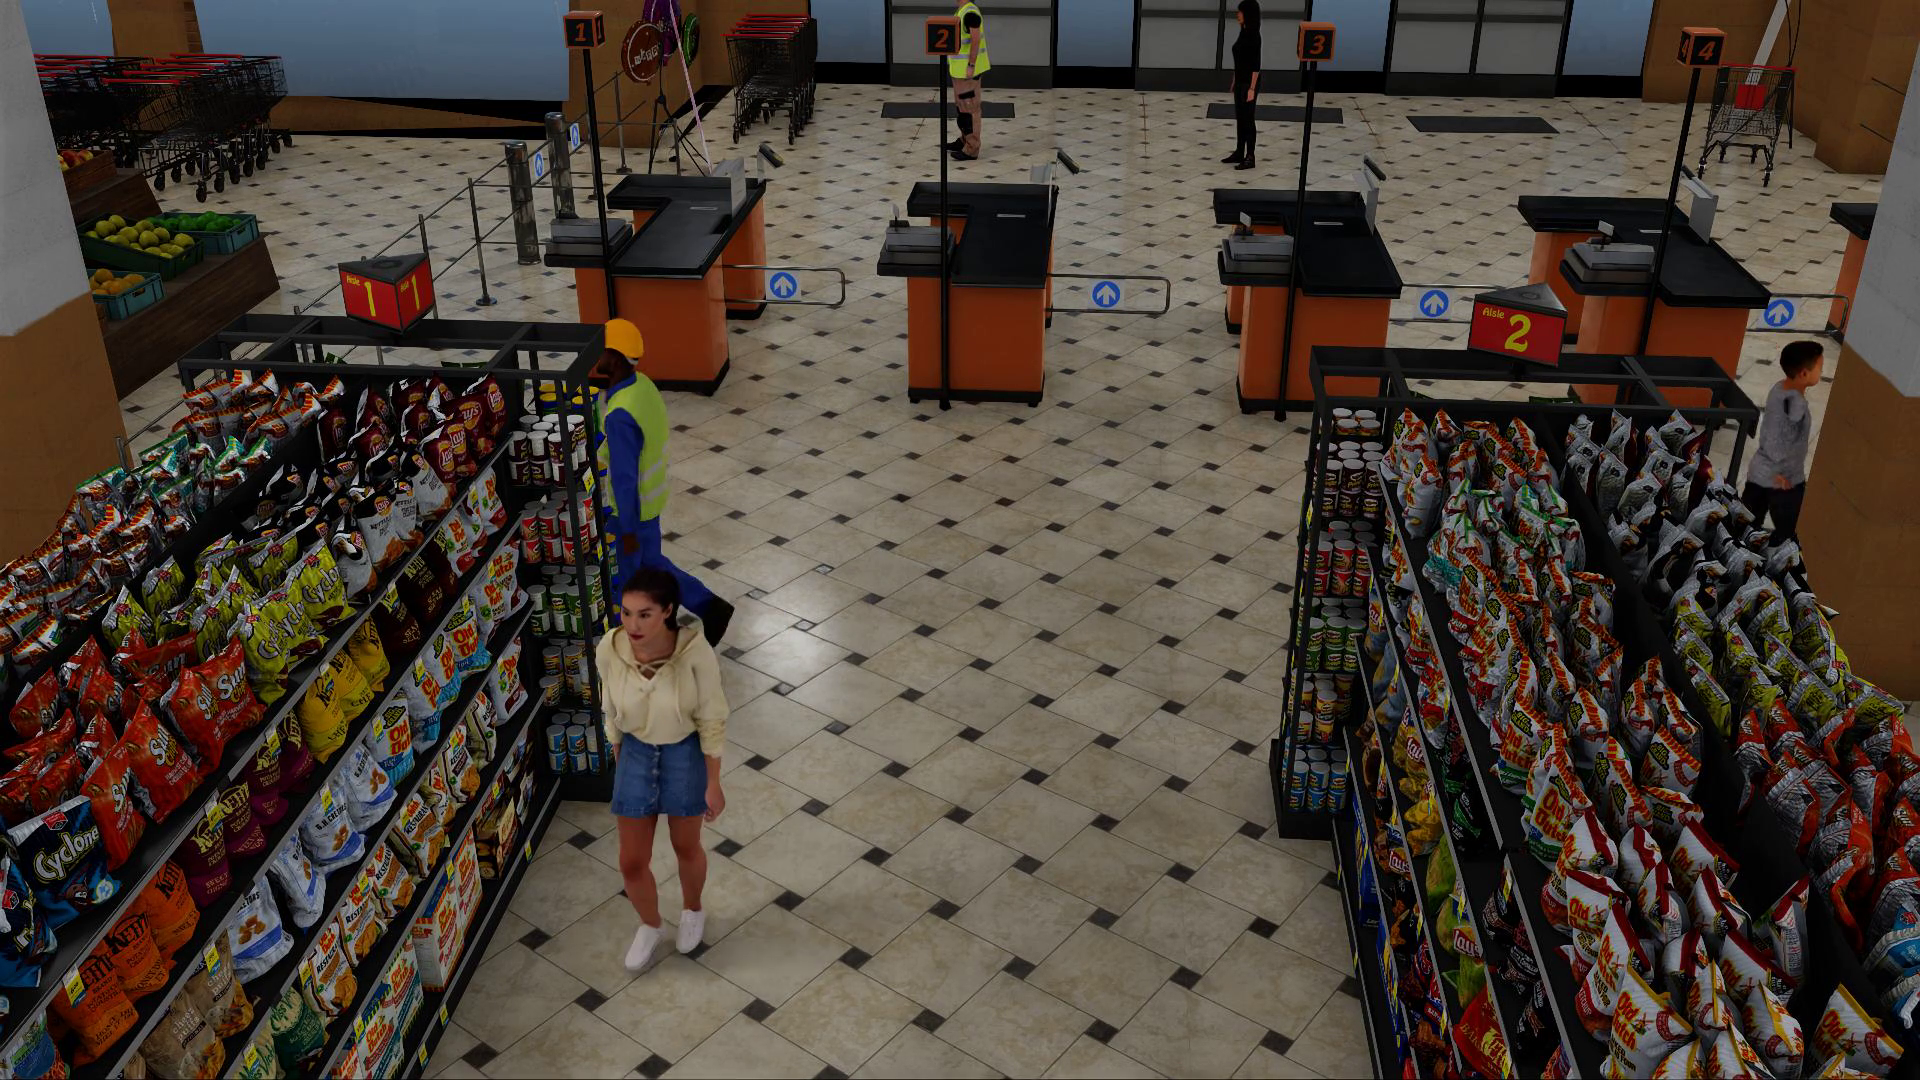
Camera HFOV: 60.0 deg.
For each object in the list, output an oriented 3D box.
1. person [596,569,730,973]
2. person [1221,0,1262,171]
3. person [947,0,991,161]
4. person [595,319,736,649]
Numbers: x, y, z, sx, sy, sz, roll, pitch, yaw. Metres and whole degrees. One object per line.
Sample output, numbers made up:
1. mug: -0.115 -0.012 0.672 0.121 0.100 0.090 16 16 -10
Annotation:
1. person: -1.054 0.794 6.120 0.629 1.618 0.612 2 27 4
2. person: 2.877 -4.568 16.669 0.715 1.641 0.573 -8 28 -15
3. person: 0.050 -4.835 16.969 0.837 1.845 0.726 -4 27 -9
4. person: -1.464 -0.178 7.837 0.714 1.799 0.895 2 27 3
